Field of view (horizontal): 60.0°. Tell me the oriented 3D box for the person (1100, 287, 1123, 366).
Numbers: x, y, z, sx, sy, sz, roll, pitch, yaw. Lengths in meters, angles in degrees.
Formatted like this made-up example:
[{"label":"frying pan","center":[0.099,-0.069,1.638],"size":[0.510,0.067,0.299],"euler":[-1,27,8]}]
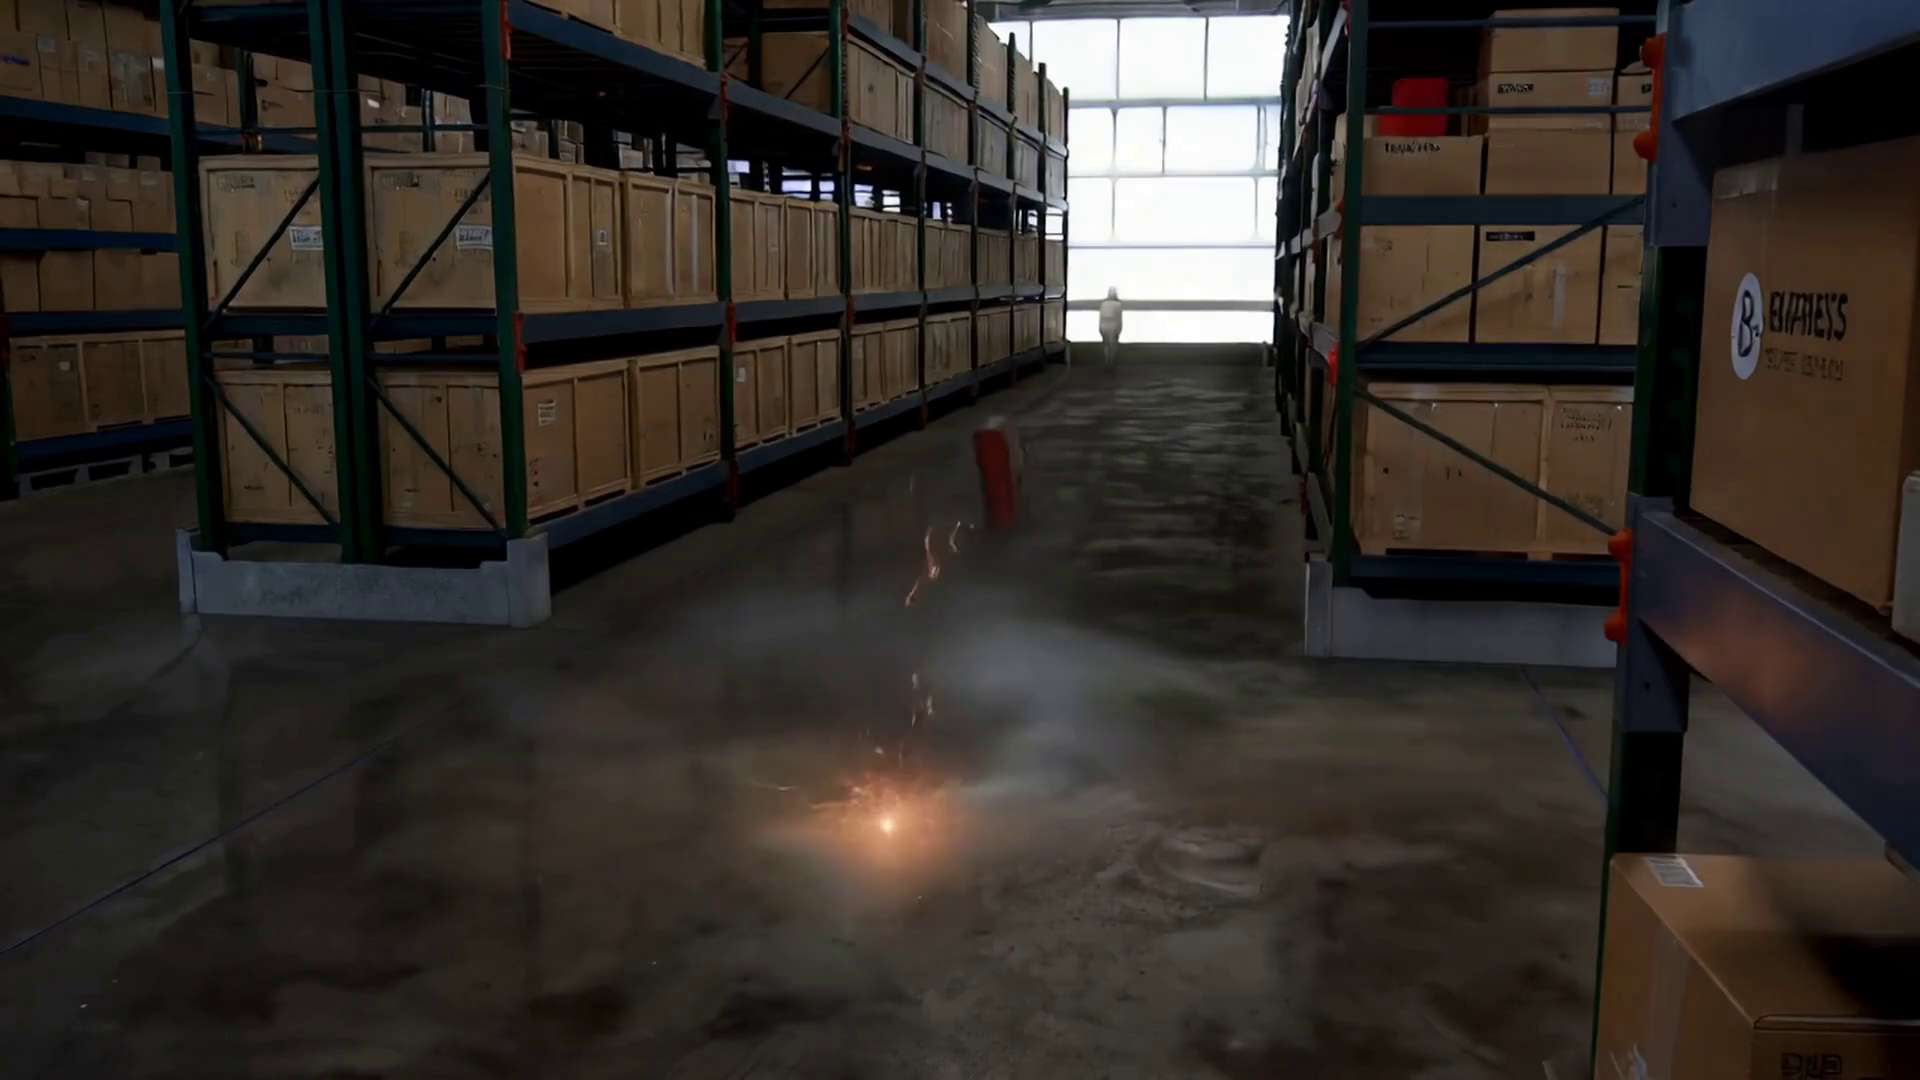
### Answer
[{"label":"person","center":[3.246,-4.581,35.711],"size":[0.488,1.715,0.753],"euler":[0,9,3]}]
